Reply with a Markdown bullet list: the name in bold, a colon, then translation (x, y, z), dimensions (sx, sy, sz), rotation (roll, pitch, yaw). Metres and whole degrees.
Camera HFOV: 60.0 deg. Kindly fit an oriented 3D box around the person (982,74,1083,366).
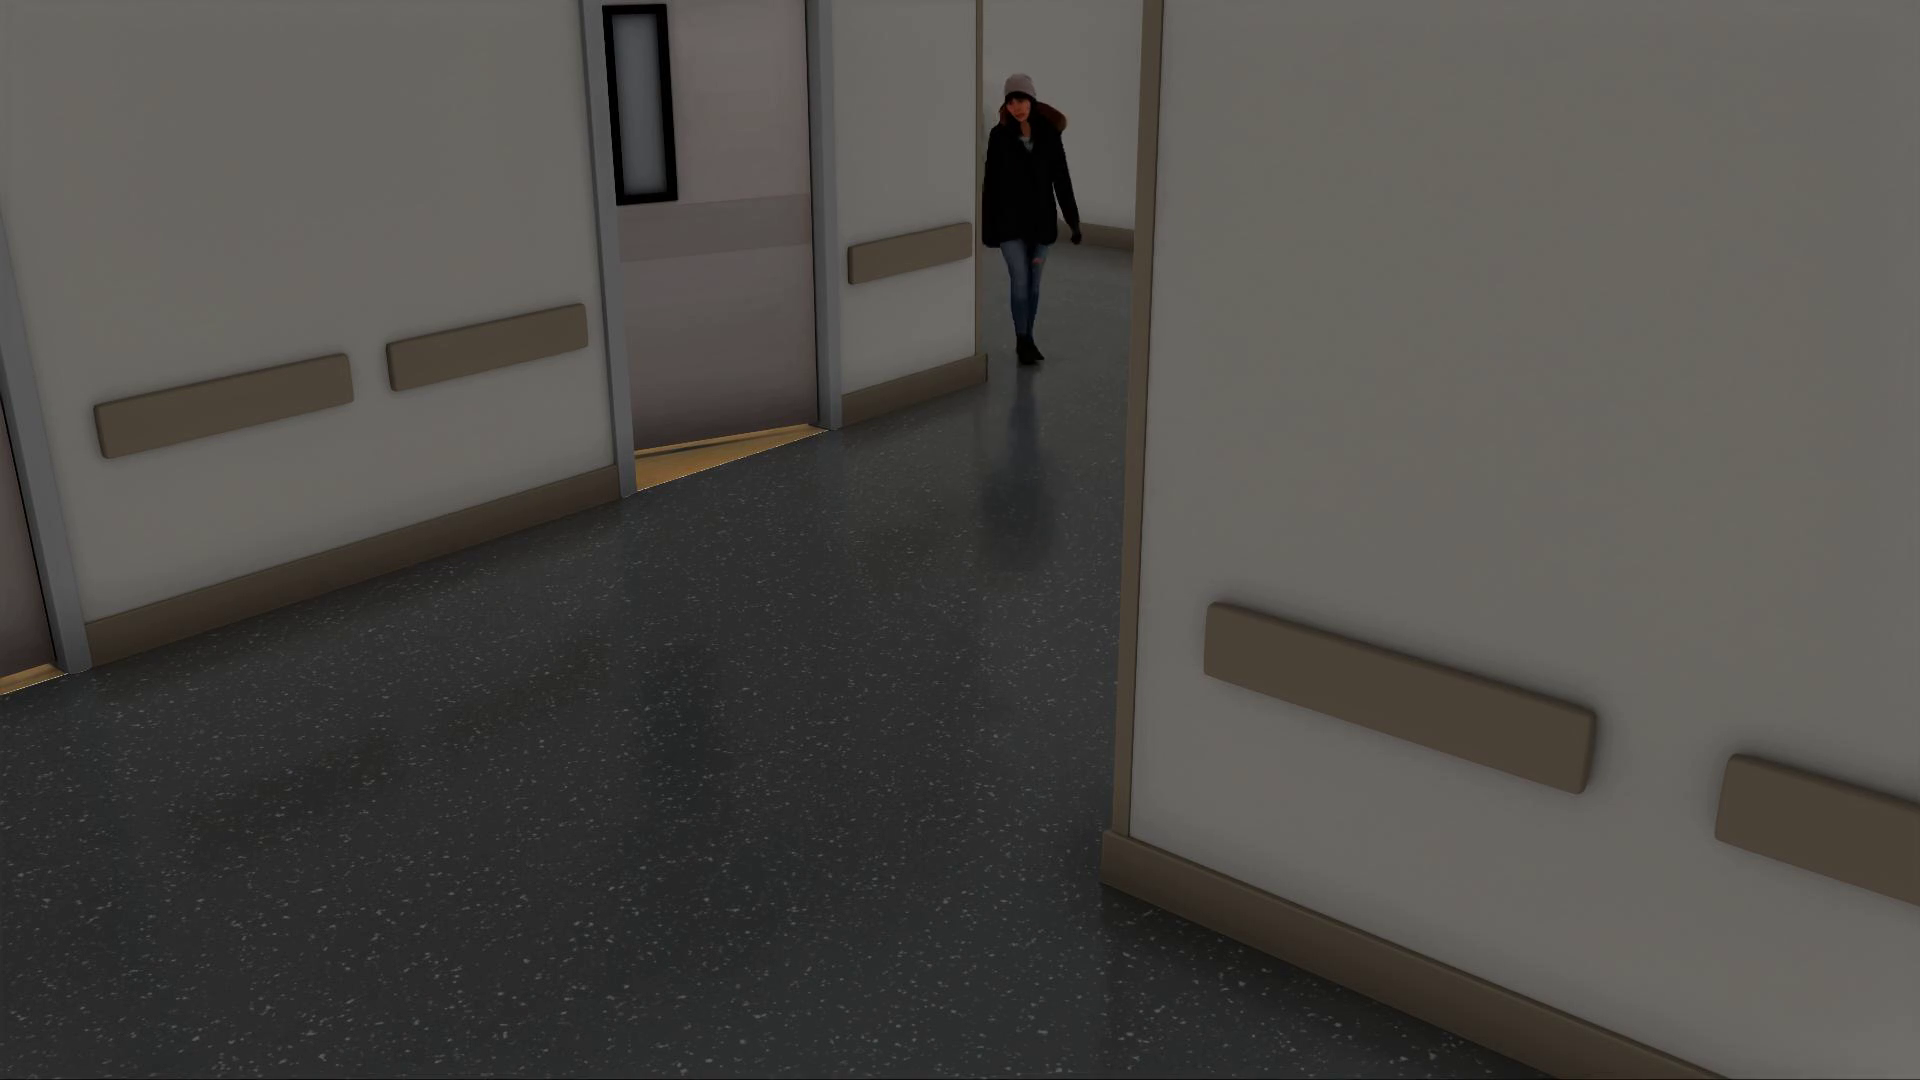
- **person**: translation (0.334, -1.811, 9.411), dimensions (0.732, 1.613, 0.855), rotation (-9, 23, -23)
